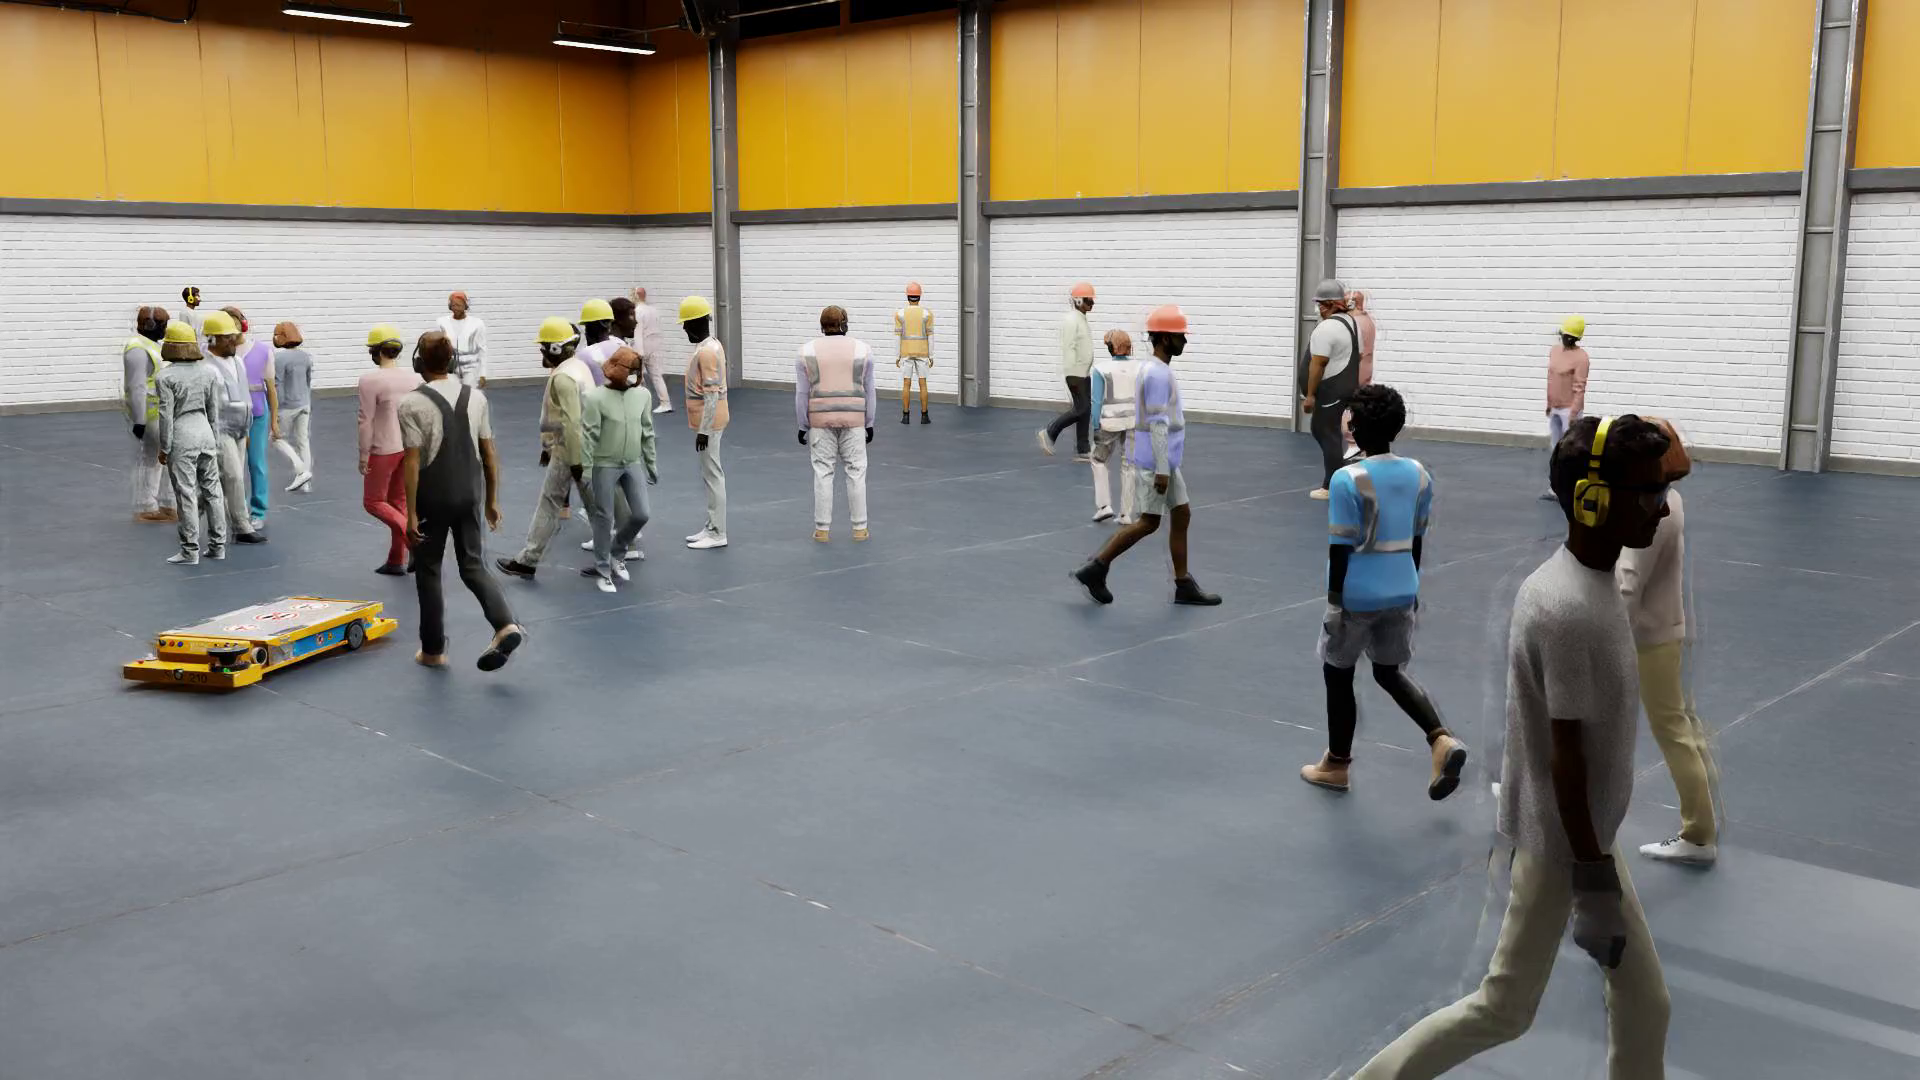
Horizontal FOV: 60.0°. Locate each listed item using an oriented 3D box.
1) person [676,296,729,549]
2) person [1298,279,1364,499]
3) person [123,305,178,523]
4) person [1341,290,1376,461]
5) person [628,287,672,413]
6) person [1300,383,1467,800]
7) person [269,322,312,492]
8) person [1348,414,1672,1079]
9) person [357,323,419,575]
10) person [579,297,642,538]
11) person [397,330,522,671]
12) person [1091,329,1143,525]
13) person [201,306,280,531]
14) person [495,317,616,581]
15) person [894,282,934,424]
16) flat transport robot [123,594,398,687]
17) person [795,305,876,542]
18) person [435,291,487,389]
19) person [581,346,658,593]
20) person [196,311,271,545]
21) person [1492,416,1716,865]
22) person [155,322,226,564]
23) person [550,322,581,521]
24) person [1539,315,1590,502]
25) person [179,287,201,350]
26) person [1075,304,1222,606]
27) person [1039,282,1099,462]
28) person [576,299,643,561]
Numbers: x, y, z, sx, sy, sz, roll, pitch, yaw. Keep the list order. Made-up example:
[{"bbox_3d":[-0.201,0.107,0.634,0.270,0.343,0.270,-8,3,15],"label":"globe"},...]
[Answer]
[{"bbox_3d":[-1.949,-0.890,12.650,0.384,1.917,0.584,-1,9,-8],"label":"person"},{"bbox_3d":[3.380,-1.385,15.305,0.537,2.000,0.688,6,11,32],"label":"person"},{"bbox_3d":[-6.611,-1.031,13.812,0.591,1.812,0.621,-3,10,-19],"label":"person"},{"bbox_3d":[4.302,-1.789,18.255,0.436,1.892,0.651,7,11,36],"label":"person"},{"bbox_3d":[-4.718,-2.785,24.466,1.011,1.850,0.673,3,10,16],"label":"person"},{"bbox_3d":[1.674,0.220,6.560,0.542,1.675,0.677,-6,11,-33],"label":"person"},{"bbox_3d":[-6.333,-1.247,15.722,0.340,1.620,0.530,3,10,17],"label":"person"},{"bbox_3d":[1.251,0.634,3.587,0.940,1.838,0.515,5,11,30],"label":"person"},{"bbox_3d":[-3.848,-0.601,11.374,0.513,1.747,0.533,4,10,24],"label":"person"},{"bbox_3d":[-2.705,-0.942,13.031,0.434,1.905,0.599,-3,10,-18],"label":"person"},{"bbox_3d":[-2.608,-0.183,8.661,0.547,1.812,0.799,-9,13,-44],"label":"person"},{"bbox_3d":[1.302,-0.927,13.791,0.519,1.625,0.425,-3,10,-17],"label":"person"},{"bbox_3d":[-5.809,-0.977,13.466,0.611,1.823,0.431,-2,9,-10],"label":"person"},{"bbox_3d":[-2.740,-0.610,11.313,0.882,1.784,0.587,1,9,3],"label":"person"},{"bbox_3d":[-0.623,-2.548,22.736,0.546,1.942,0.352,0,9,0],"label":"person"},{"bbox_3d":[-3.746,0.523,9.015,0.652,0.197,1.431,2,10,14],"label":"flat transport robot"},{"bbox_3d":[-0.964,-0.899,12.949,0.623,1.840,0.430,-1,9,-6],"label":"person"},{"bbox_3d":[-5.799,-1.961,19.351,0.605,1.867,0.402,-1,9,-4],"label":"person"},{"bbox_3d":[-2.245,-0.464,10.932,0.581,1.615,0.370,-8,12,-42],"label":"person"},{"bbox_3d":[-5.731,-0.858,12.808,0.788,1.807,0.600,2,9,11],"label":"person"},{"bbox_3d":[2.371,0.352,6.000,0.825,1.585,0.523,5,10,27],"label":"person"},{"bbox_3d":[-5.559,-0.695,11.983,0.294,1.744,0.486,5,10,27],"label":"person"},{"bbox_3d":[-3.201,-0.986,13.936,0.629,1.682,0.542,3,10,20],"label":"person"},{"bbox_3d":[5.398,-1.167,14.960,0.329,1.718,0.666,-2,10,-13],"label":"person"},{"bbox_3d":[-10.853,-2.645,23.553,0.310,1.868,0.532,-7,12,-38],"label":"person"},{"bbox_3d":[1.189,-0.521,10.429,0.864,1.909,0.552,1,9,9],"label":"person"},{"bbox_3d":[1.252,-1.832,18.231,0.611,1.979,0.632,4,10,22],"label":"person"},{"bbox_3d":[-2.634,-0.797,12.148,0.768,1.897,0.612,4,10,23],"label":"person"}]
